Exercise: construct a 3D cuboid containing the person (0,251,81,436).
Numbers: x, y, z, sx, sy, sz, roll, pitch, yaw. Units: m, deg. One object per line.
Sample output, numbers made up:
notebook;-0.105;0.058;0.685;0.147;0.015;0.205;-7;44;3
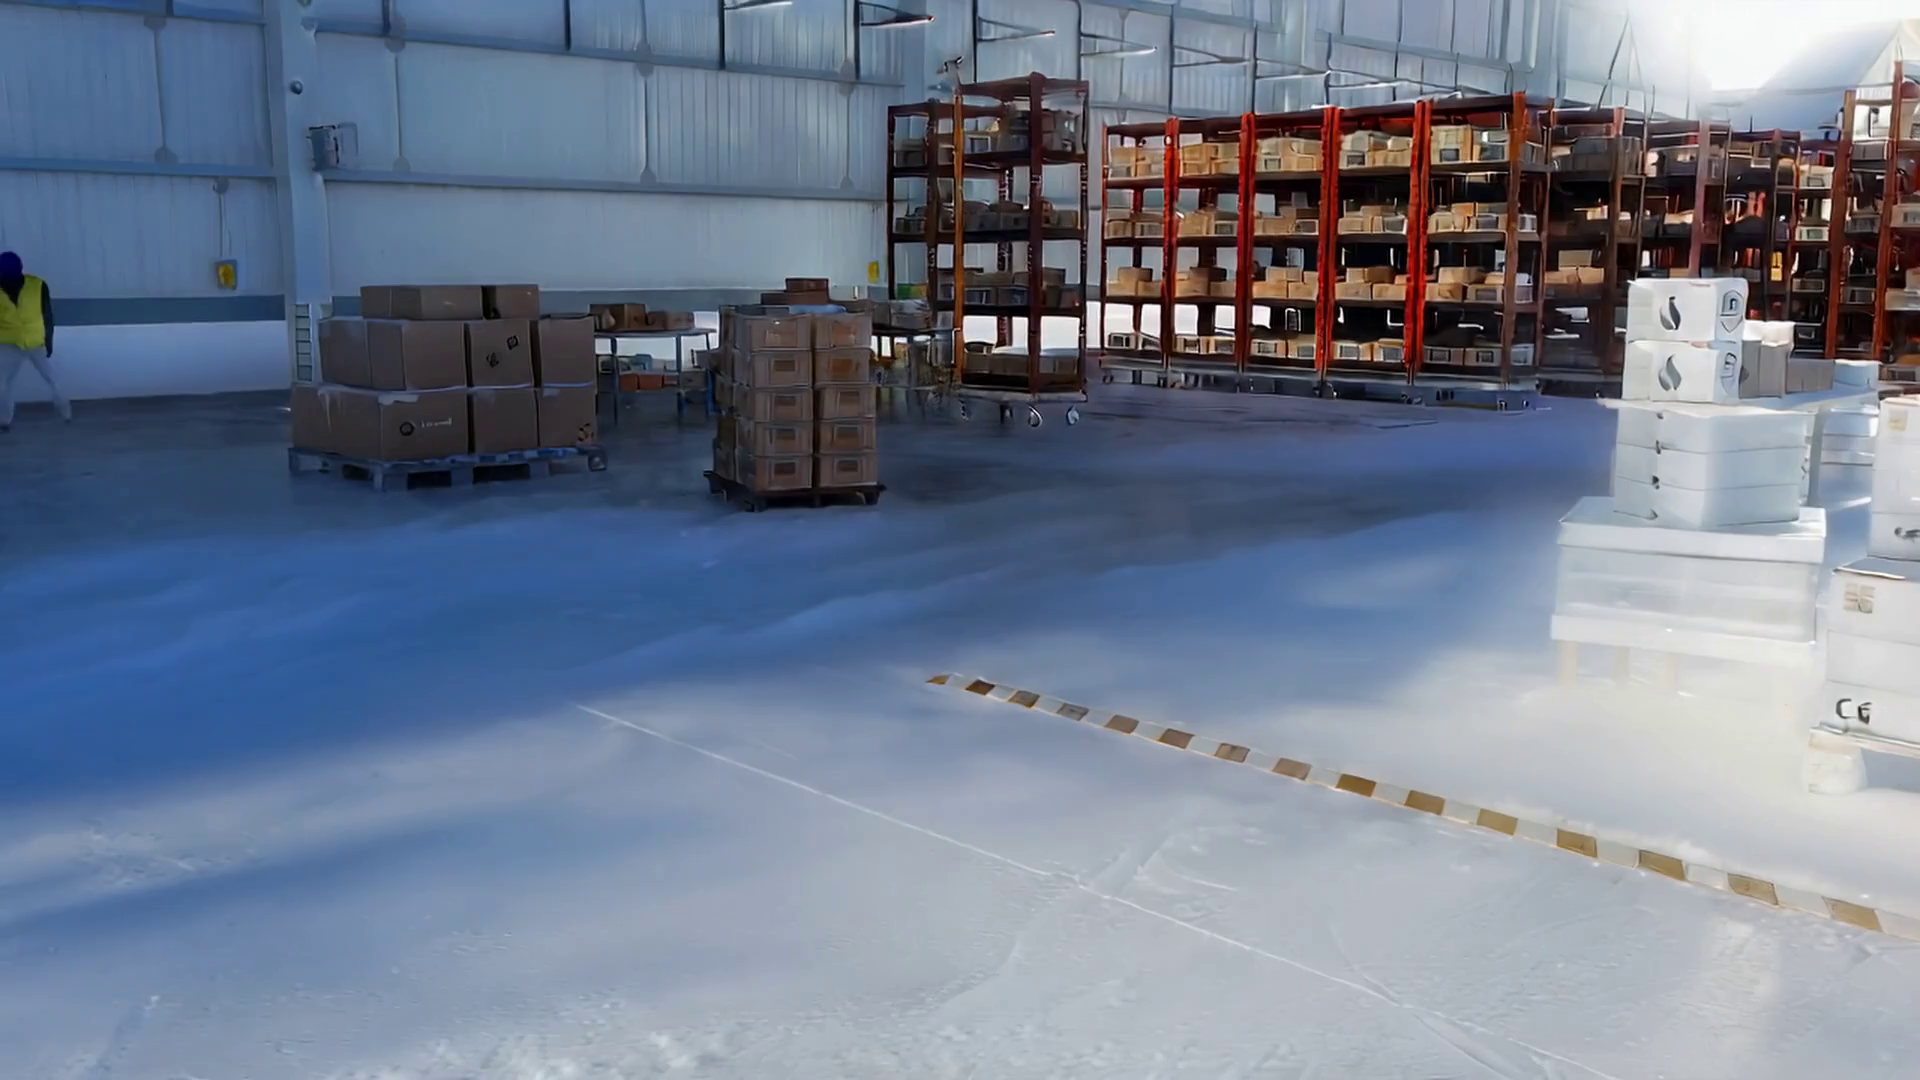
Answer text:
person;-9.316;-1.954;16.599;0.826;1.813;0.533;-5;10;-26
